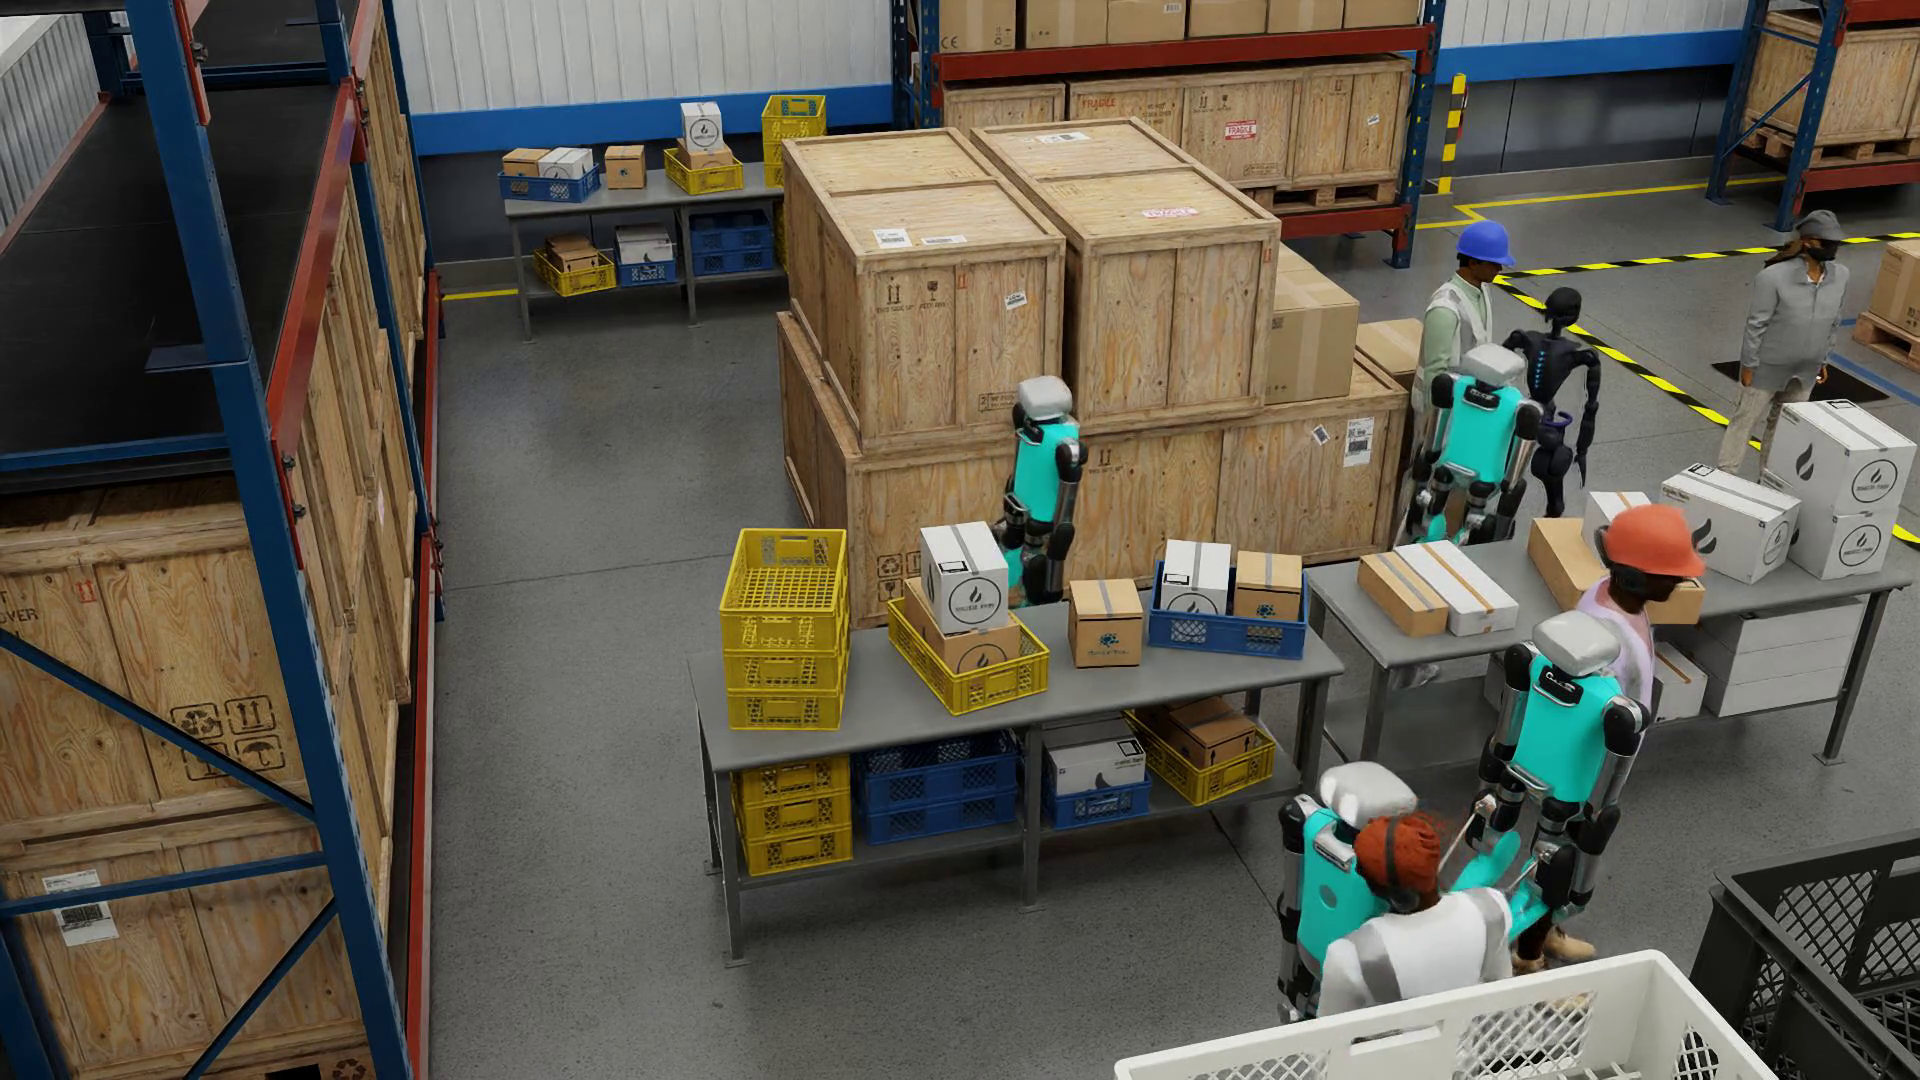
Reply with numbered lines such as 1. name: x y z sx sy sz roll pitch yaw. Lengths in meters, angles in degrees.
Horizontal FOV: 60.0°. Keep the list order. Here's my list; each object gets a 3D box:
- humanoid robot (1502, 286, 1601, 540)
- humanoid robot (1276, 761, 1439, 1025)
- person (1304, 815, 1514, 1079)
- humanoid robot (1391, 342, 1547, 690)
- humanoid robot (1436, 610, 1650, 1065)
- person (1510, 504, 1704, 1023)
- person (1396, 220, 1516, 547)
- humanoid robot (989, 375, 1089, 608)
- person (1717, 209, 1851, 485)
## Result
1. humanoid robot: 2.986 -0.539 8.634 0.608 1.654 0.365 20 35 32
2. humanoid robot: 1.297 1.368 5.050 0.682 1.751 0.549 -18 34 -29
3. person: 1.330 1.516 4.738 0.783 1.852 0.339 -8 30 -15
4. humanoid robot: 2.117 0.060 7.533 0.560 1.819 0.897 25 37 37
5. humanoid robot: 1.769 1.058 5.534 0.735 1.677 0.533 -15 32 -26
6. person: 2.239 0.783 5.861 0.381 2.041 0.607 13 31 22
7. person: 2.578 -0.741 8.735 0.411 1.939 0.602 19 34 31
8. humanoid robot: 0.178 0.162 7.318 0.847 1.798 0.550 -12 31 -21
9. person: 4.635 -1.003 9.381 0.563 1.769 0.397 -5 29 -9
